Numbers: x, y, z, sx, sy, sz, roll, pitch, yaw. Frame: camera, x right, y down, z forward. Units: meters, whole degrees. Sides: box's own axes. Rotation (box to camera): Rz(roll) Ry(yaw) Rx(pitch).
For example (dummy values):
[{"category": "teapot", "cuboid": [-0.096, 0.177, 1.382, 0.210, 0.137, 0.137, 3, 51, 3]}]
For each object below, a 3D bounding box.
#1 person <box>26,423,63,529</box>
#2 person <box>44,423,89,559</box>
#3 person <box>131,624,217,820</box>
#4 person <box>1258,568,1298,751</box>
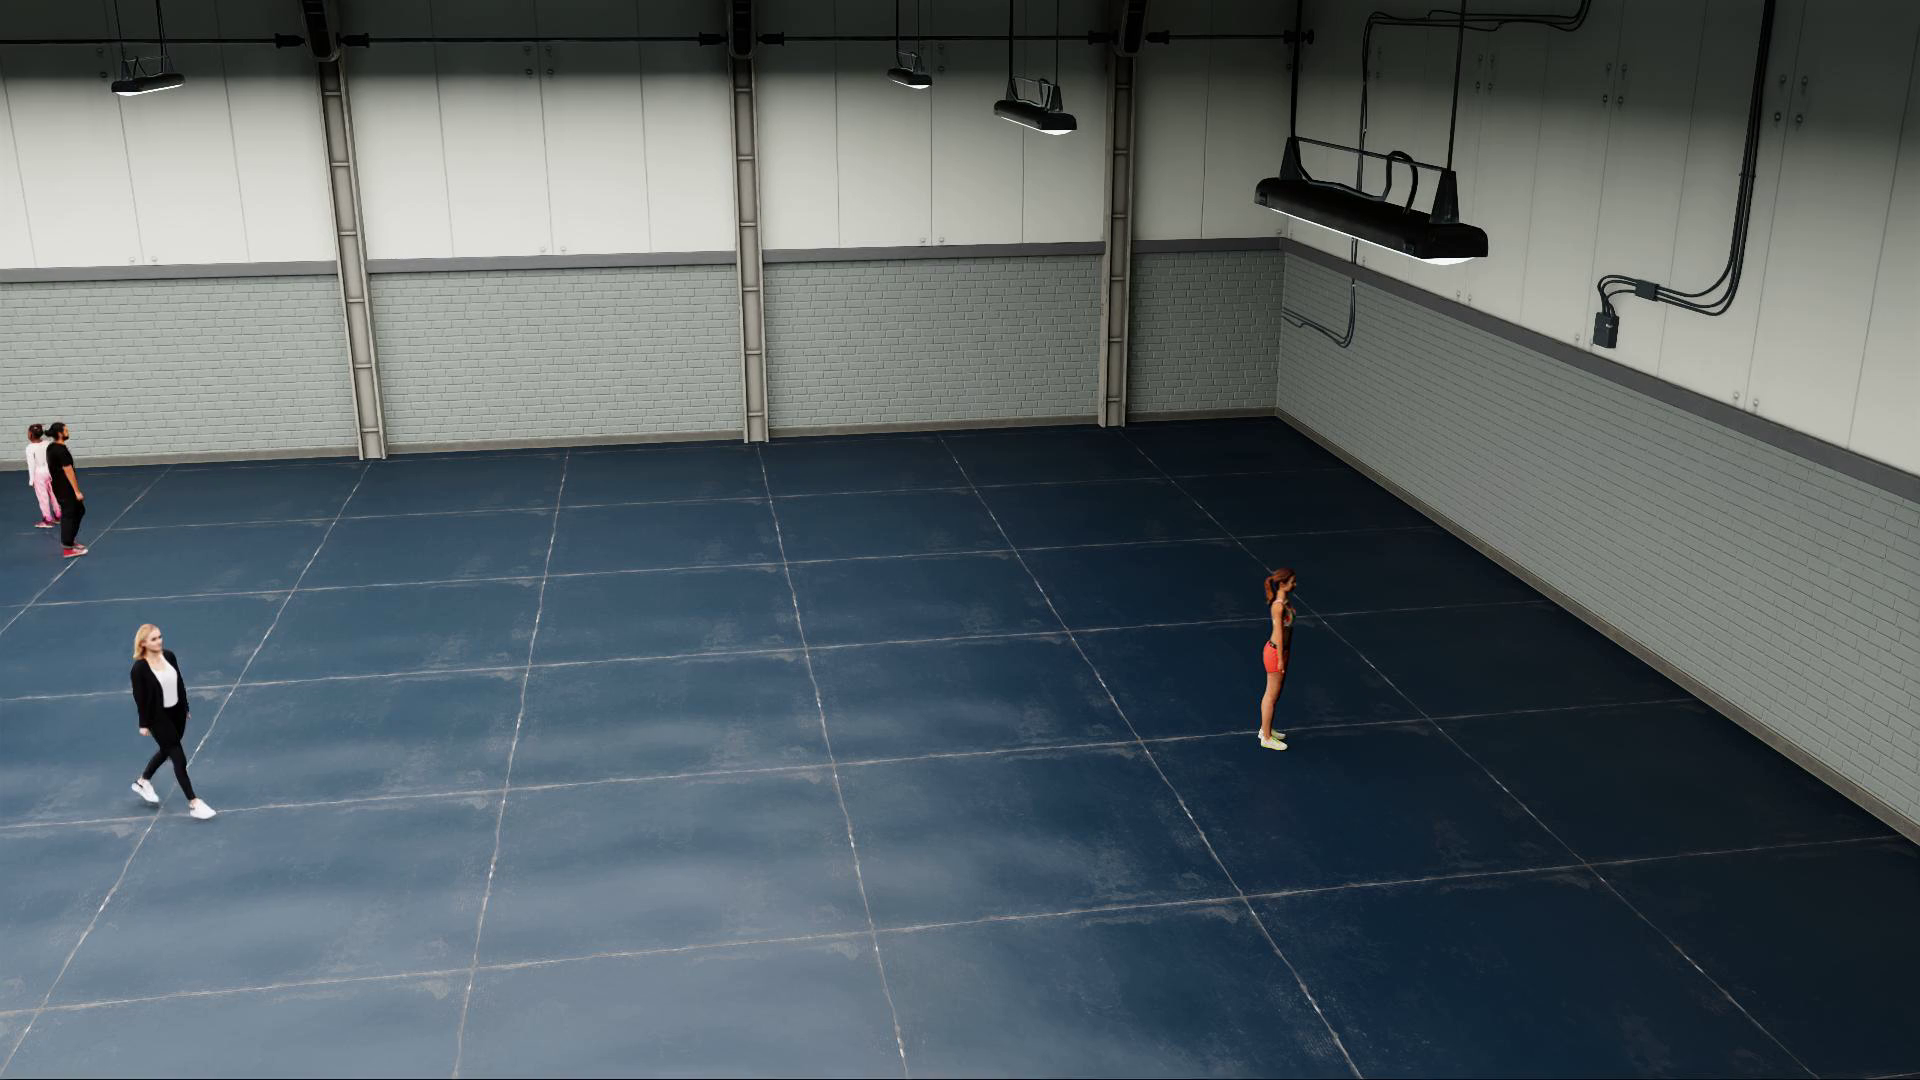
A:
[{"category": "person", "cuboid": [-12.474, -0.896, 22.619, 0.630, 1.443, 0.616, 6, 19, 17]}, {"category": "person", "cuboid": [-11.538, -0.620, 21.280, 0.766, 1.747, 0.750, -14, 22, -36]}, {"category": "person", "cuboid": [-7.005, 1.576, 14.508, 1.245, 1.764, 0.995, 6, 19, 17]}, {"category": "person", "cuboid": [3.030, 1.110, 15.897, 0.641, 1.789, 0.653, 3, 18, 10]}]
